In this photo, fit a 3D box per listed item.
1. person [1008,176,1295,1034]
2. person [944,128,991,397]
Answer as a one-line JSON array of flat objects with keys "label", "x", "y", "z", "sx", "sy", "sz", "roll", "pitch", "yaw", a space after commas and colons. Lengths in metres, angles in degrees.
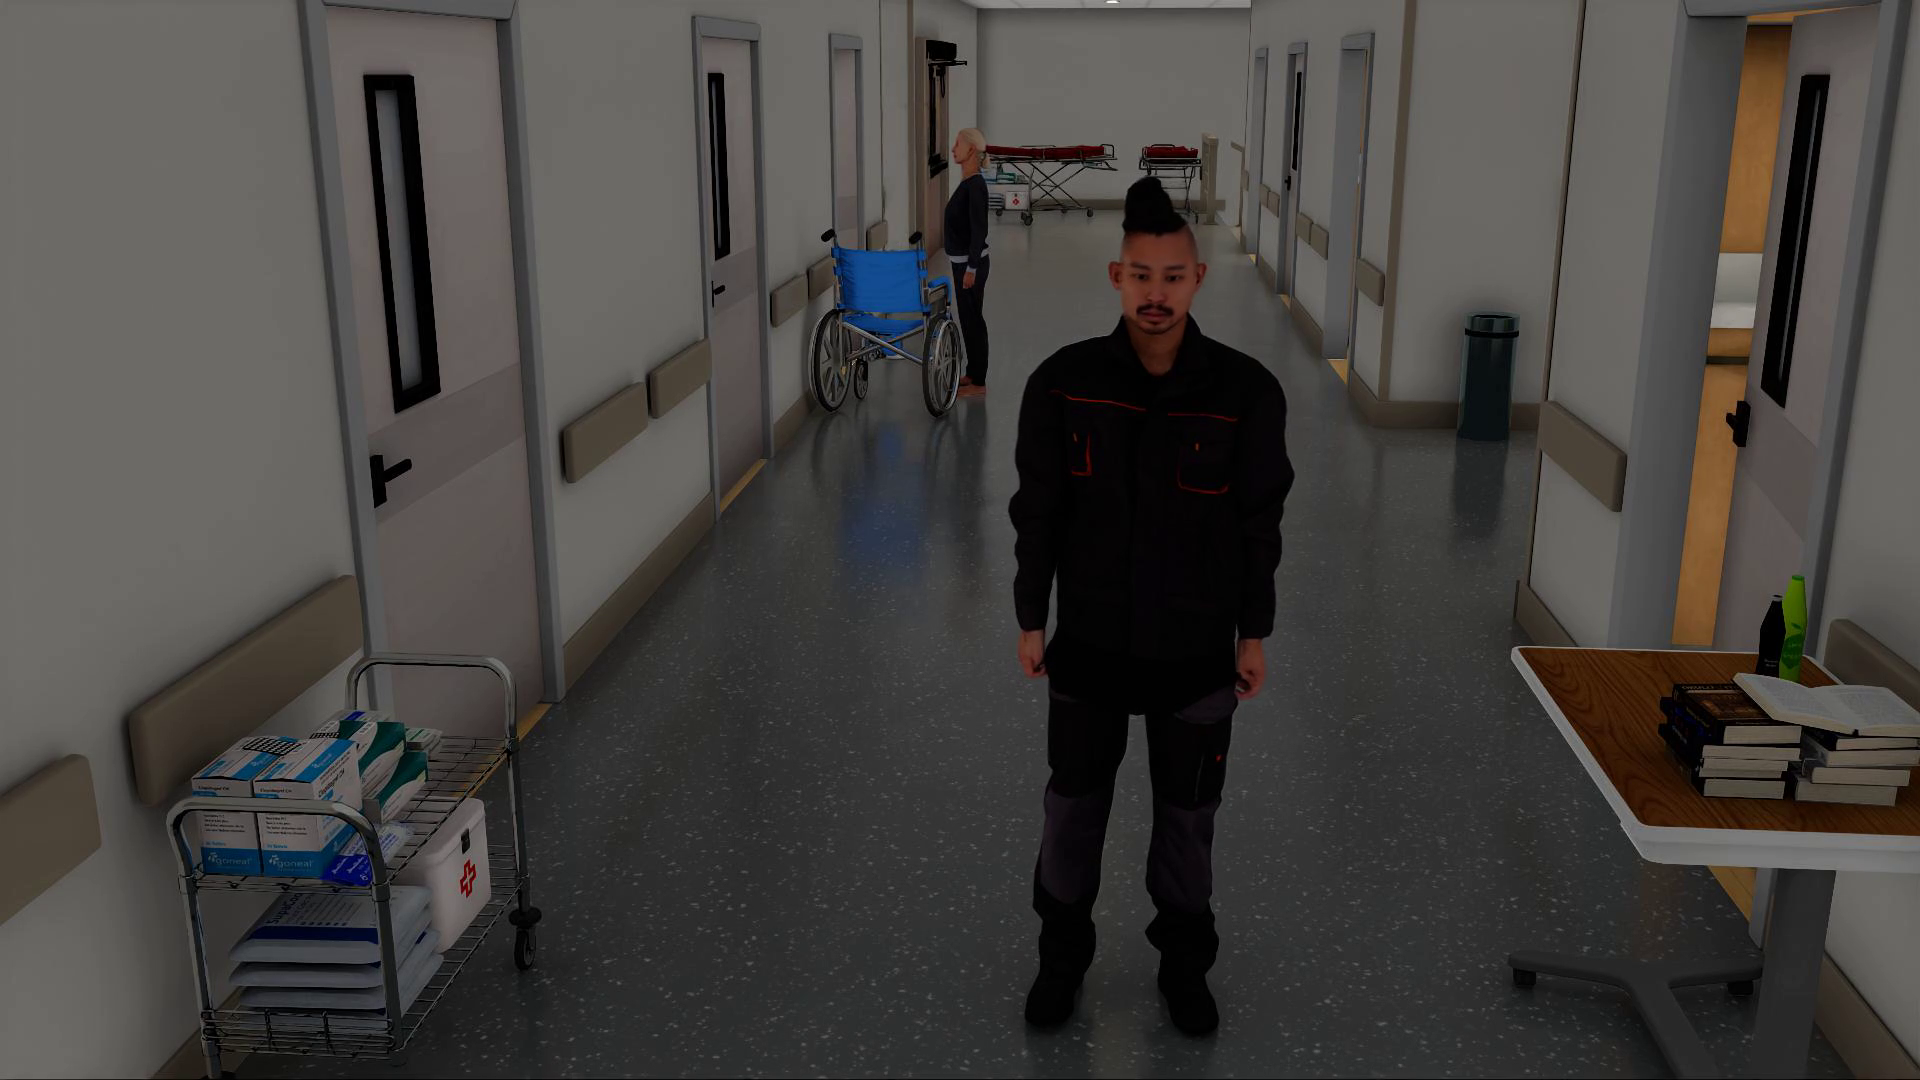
[{"label": "person", "x": 0.394, "y": 0.158, "z": 3.616, "sx": 0.756, "sy": 1.871, "sz": 0.589, "roll": 2, "pitch": 16, "yaw": 6}, {"label": "person", "x": 0.069, "y": -1.842, "z": 10.975, "sx": 0.705, "sy": 1.726, "sz": 0.522, "roll": -2, "pitch": 16, "yaw": -7}]
